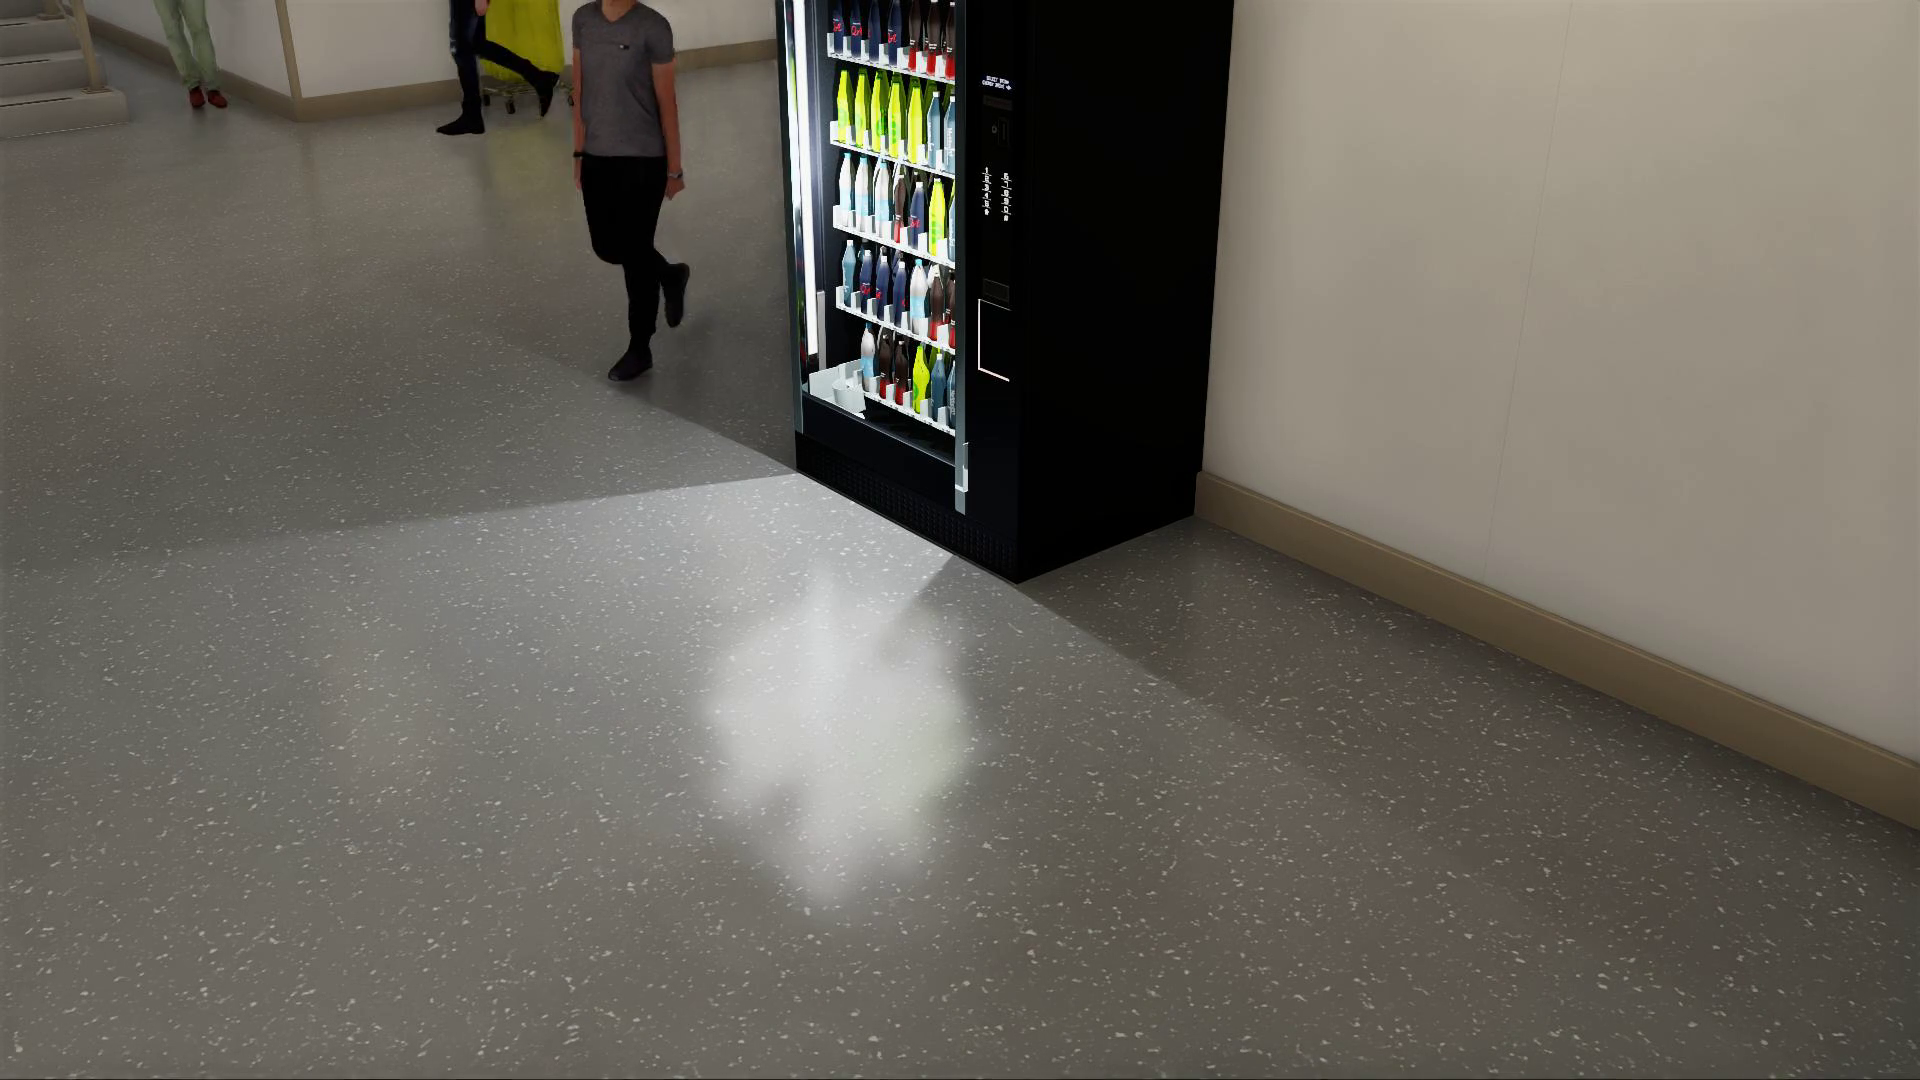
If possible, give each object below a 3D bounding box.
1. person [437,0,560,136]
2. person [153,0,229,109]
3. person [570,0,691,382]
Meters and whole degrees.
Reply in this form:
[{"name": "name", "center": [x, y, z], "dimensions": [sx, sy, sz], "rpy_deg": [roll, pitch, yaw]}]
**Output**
[{"name": "person", "center": [-3.121, -3.622, 10.921], "dimensions": [0.981, 1.867, 1.115], "rpy_deg": [-9, 27, -19]}, {"name": "person", "center": [-5.573, -3.990, 11.722], "dimensions": [0.809, 1.834, 0.934], "rpy_deg": [-14, 29, -27]}, {"name": "person", "center": [-1.329, -1.578, 6.839], "dimensions": [1.040, 1.731, 0.941], "rpy_deg": [11, 28, 22]}]
